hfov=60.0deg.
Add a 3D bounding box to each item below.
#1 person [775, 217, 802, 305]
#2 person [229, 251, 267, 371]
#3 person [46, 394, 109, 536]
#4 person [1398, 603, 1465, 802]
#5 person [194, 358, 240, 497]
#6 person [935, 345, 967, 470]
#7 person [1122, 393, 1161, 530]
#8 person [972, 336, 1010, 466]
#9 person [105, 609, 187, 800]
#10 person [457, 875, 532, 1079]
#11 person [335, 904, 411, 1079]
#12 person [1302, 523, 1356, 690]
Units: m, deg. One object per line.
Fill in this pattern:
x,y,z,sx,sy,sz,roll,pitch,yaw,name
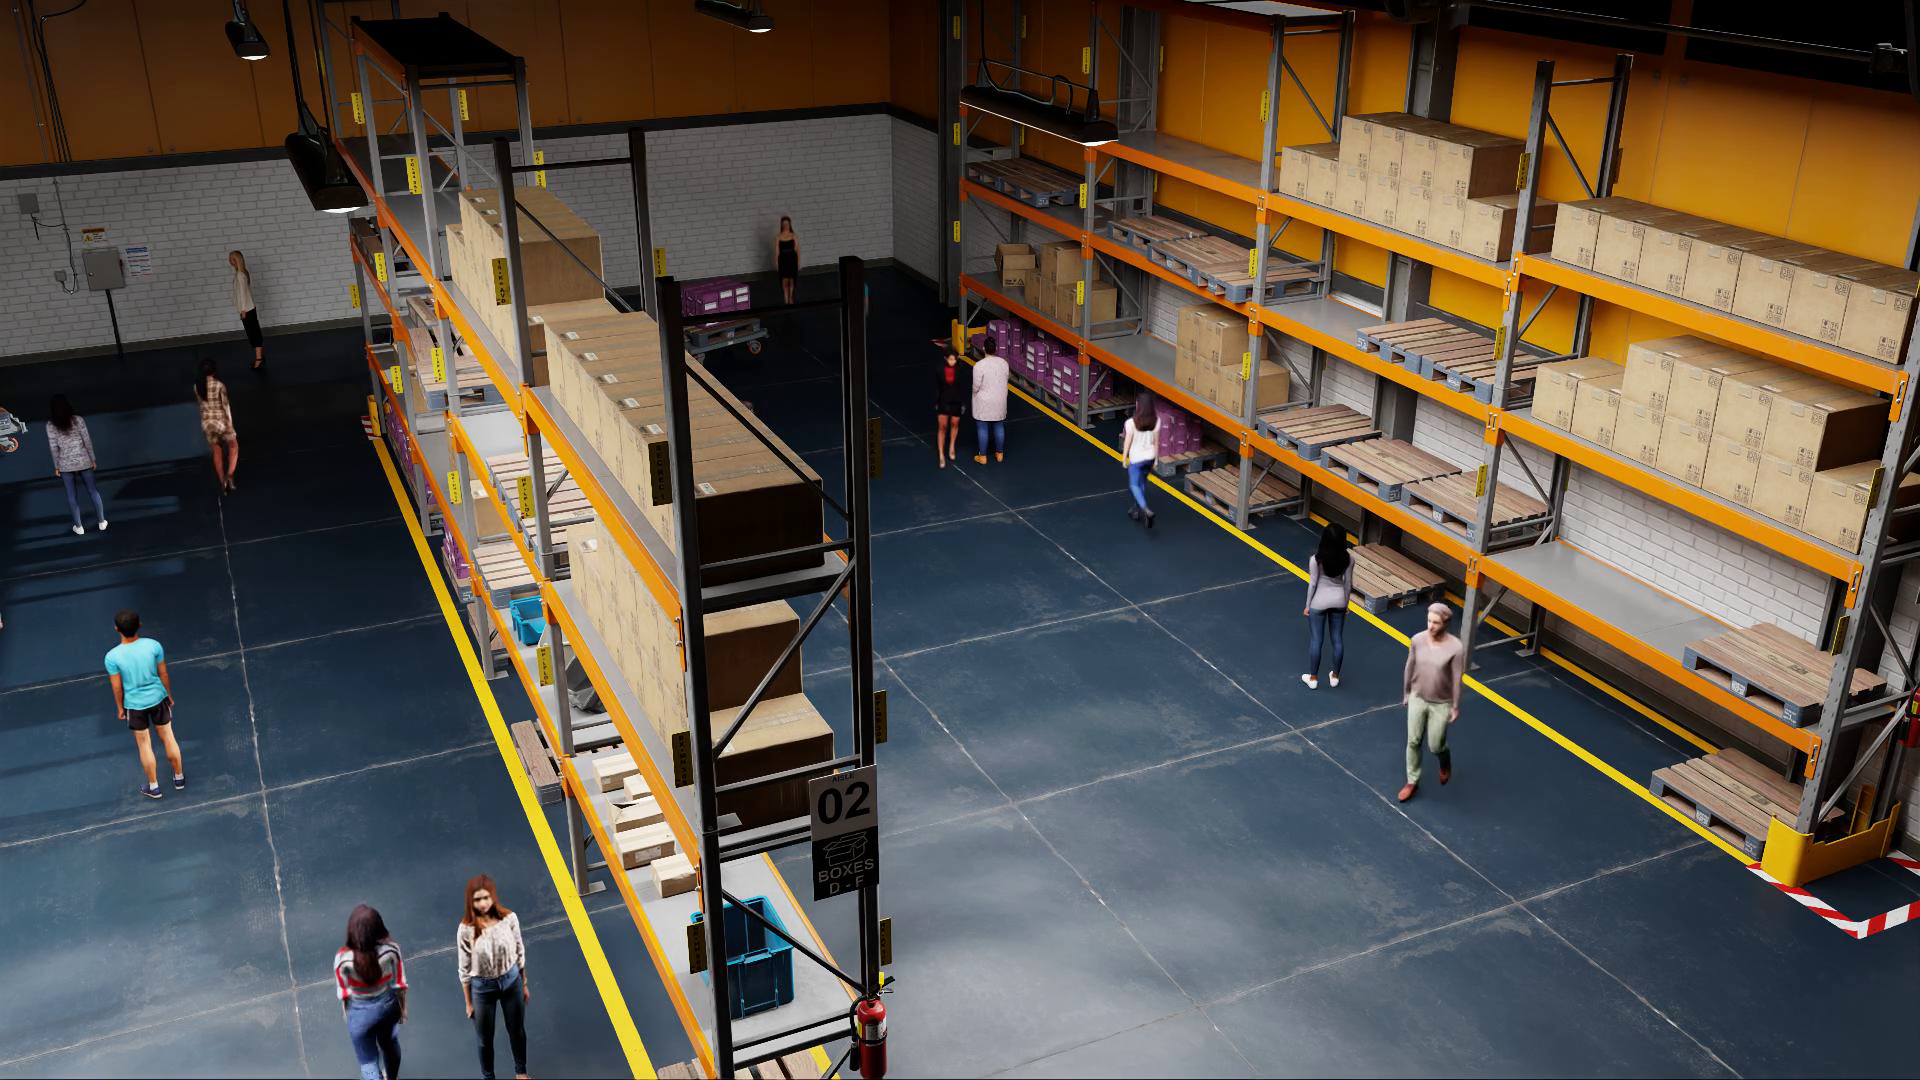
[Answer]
-2.985,-4.820,28.958,0.751,1.576,1.145,-5,24,-11,person
-11.021,-3.554,25.711,0.679,1.859,0.481,-9,25,-19,person
-10.569,-0.919,19.841,0.635,1.732,0.555,-14,27,-29,person
4.122,1.376,14.430,0.924,1.861,0.948,17,29,33,person
-9.344,-1.373,20.819,0.695,1.780,0.746,1,24,2,person
-0.128,-1.784,21.972,0.760,1.609,1.006,-2,24,-4,person
2.208,-0.904,19.897,0.660,1.659,1.028,-8,25,-17,person
0.399,-1.858,21.975,0.686,1.744,0.623,-9,25,-20,person
-7.071,1.412,14.452,0.668,1.777,0.613,-19,30,-36,person
-3.070,2.952,10.989,0.578,1.729,0.489,-11,26,-24,person
-3.792,3.110,10.796,0.635,1.594,0.997,-12,26,-26,person
3.605,0.641,16.269,0.673,1.735,0.640,-2,24,-5,person
